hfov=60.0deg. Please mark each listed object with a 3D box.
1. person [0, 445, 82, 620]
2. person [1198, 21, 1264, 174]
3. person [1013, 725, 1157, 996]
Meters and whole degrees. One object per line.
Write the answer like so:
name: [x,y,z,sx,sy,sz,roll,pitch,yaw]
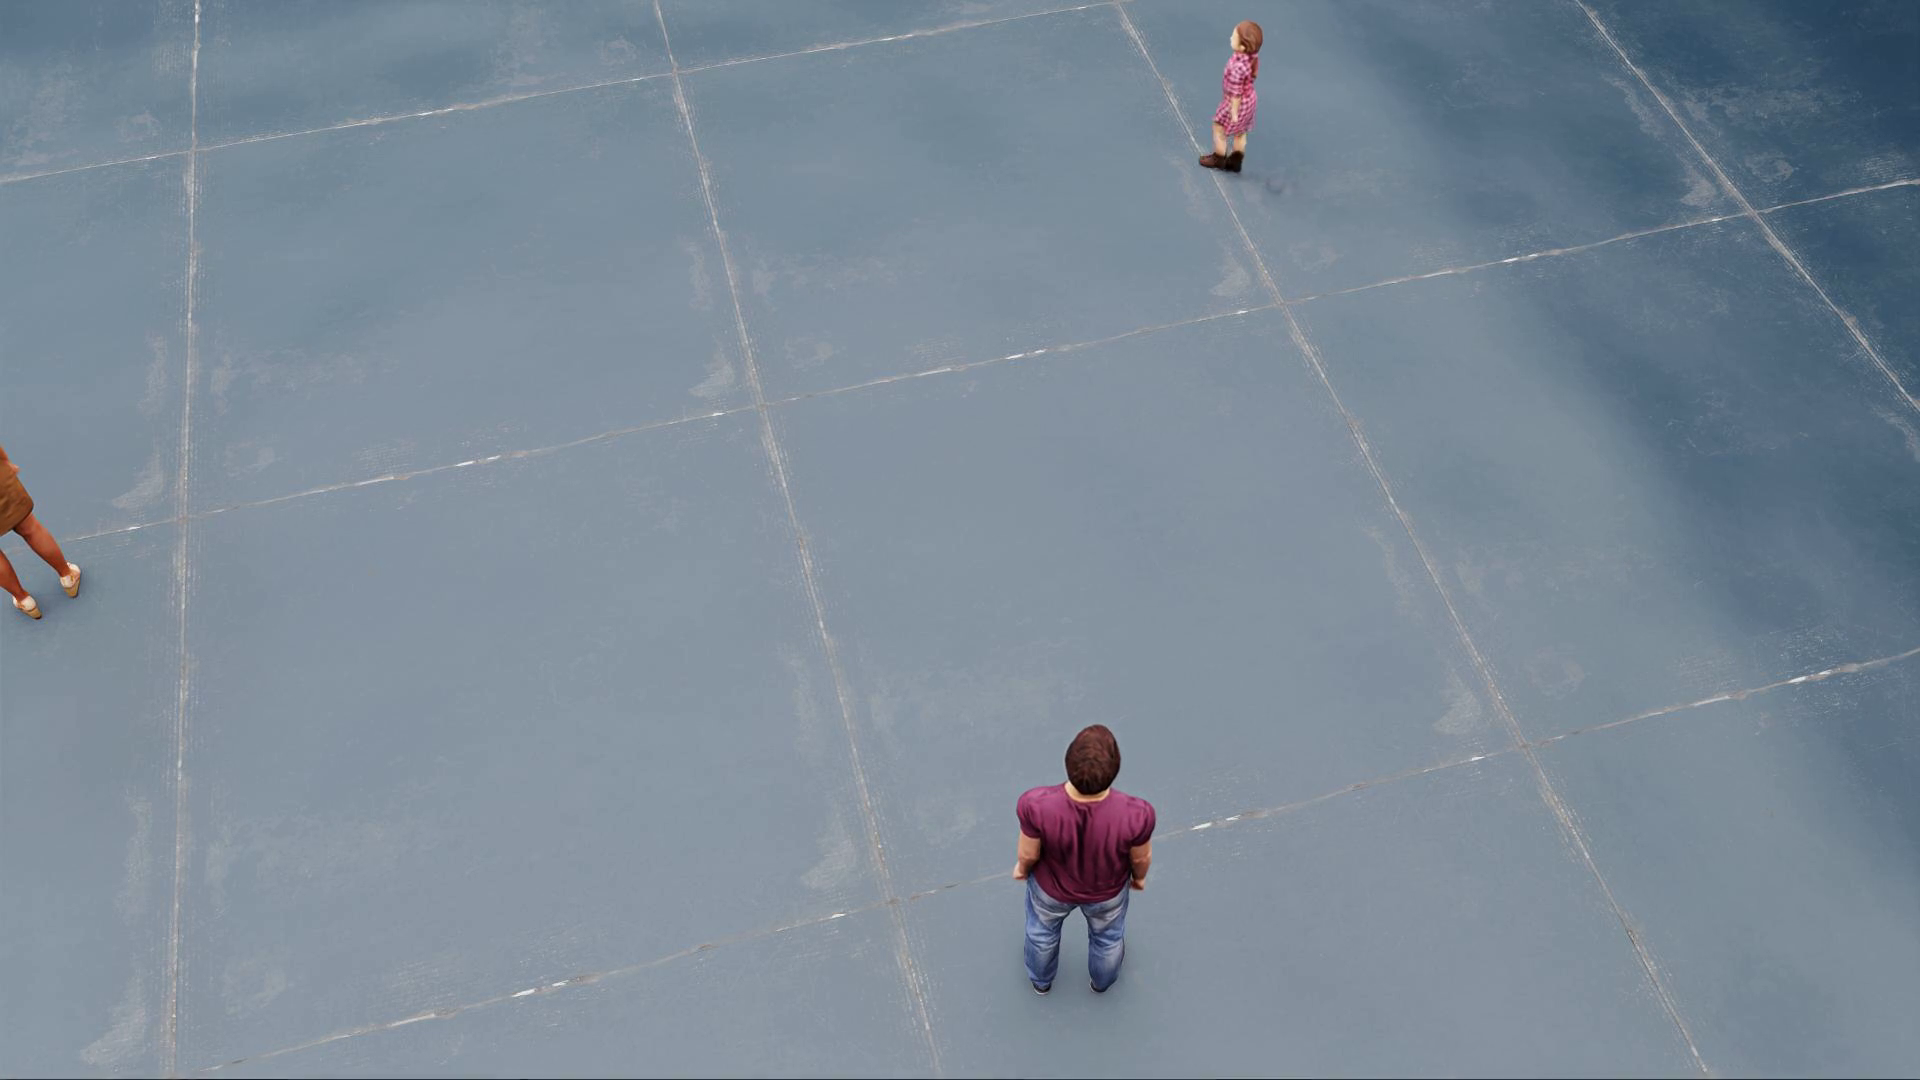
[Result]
person: [-4.479,-0.237,7.513,0.640,1.689,0.638,-34,59,-23]
person: [1.667,-2.574,9.752,0.593,1.012,0.533,26,57,19]
person: [0.455,1.247,6.259,0.723,1.855,0.677,4,52,3]
